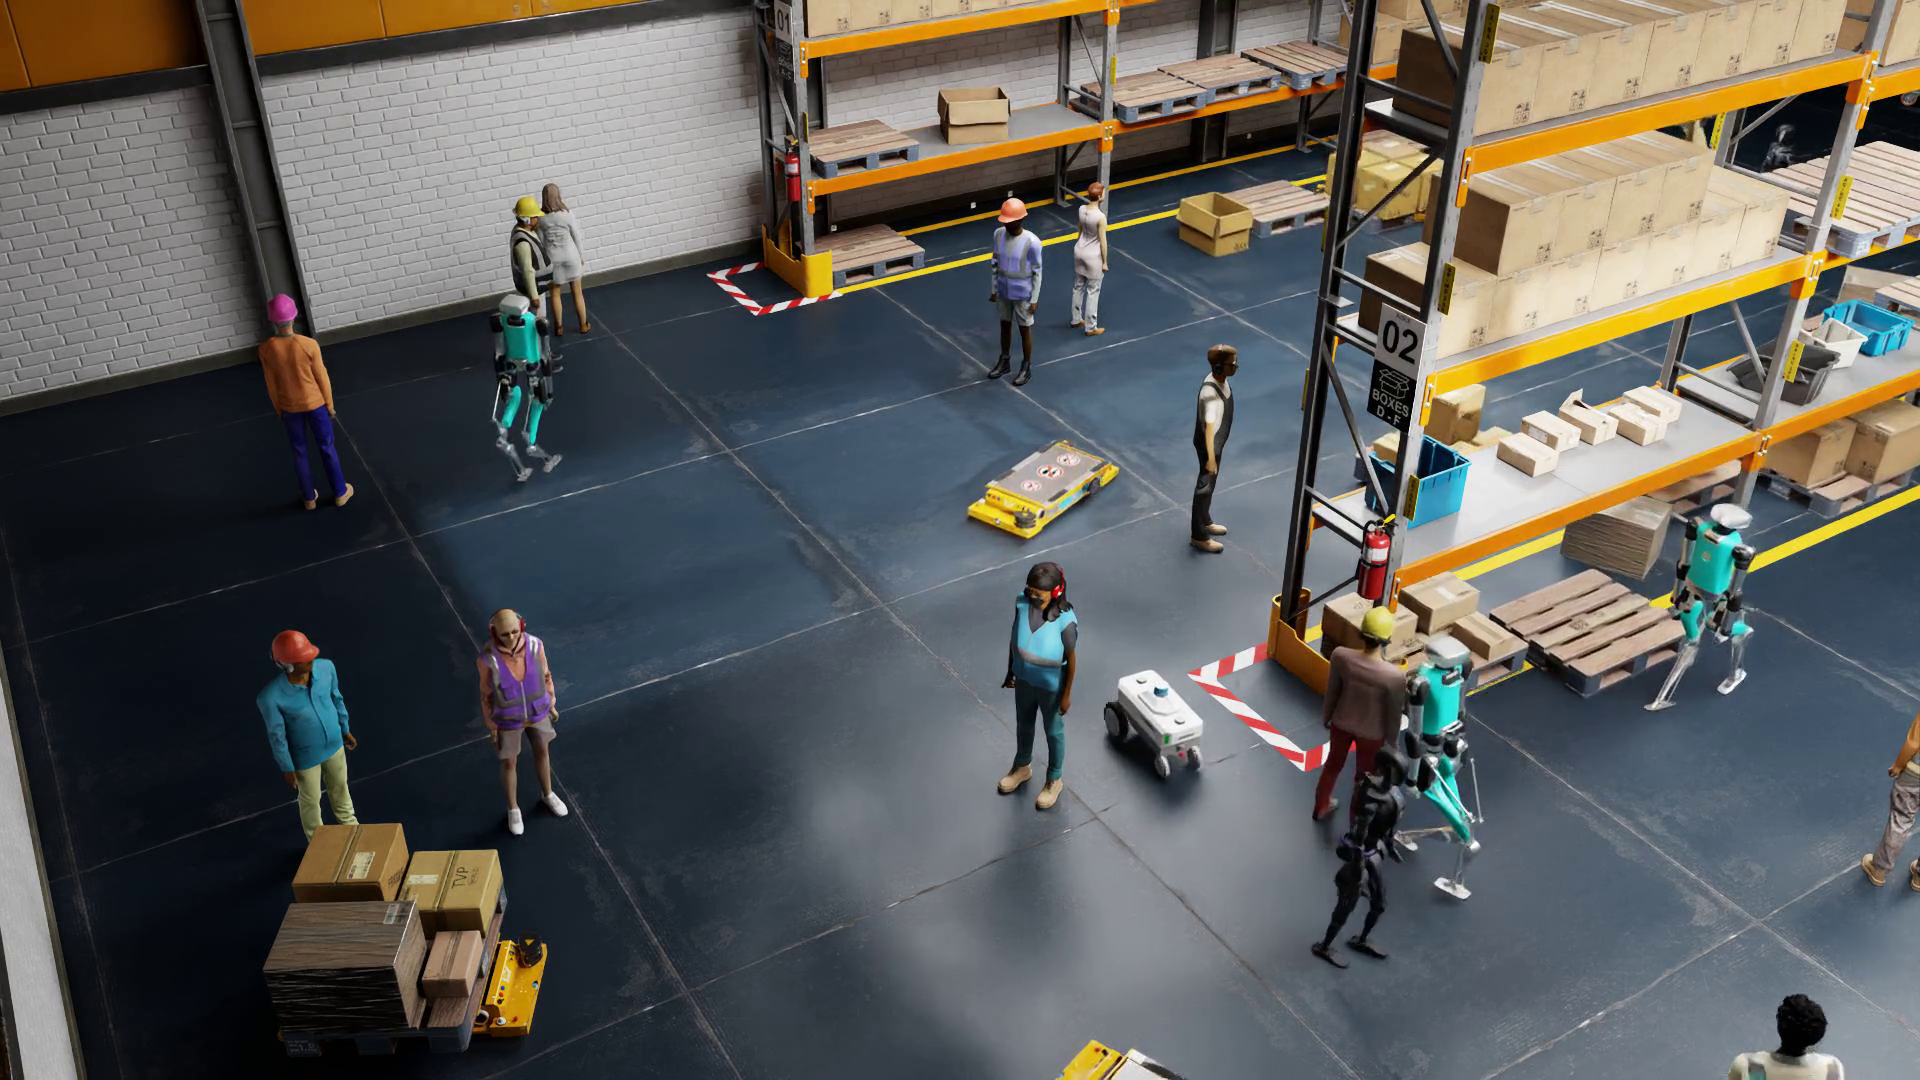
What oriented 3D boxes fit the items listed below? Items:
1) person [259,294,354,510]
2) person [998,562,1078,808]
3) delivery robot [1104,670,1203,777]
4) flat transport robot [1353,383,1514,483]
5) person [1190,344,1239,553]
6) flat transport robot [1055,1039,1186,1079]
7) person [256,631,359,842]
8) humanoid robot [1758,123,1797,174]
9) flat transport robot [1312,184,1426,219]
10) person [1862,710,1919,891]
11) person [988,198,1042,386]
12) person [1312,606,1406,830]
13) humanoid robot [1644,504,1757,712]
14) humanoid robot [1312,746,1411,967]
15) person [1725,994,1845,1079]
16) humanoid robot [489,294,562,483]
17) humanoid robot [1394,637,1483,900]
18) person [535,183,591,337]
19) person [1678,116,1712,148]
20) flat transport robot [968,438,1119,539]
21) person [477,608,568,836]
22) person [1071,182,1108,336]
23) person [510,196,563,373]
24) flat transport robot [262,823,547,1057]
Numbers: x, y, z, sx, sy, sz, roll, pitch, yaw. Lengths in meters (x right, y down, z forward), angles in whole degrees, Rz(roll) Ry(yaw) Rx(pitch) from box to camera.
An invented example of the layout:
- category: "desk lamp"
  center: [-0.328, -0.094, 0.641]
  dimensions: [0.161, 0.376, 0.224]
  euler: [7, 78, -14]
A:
- category: "person"
  center: [-5.665, -1.180, 14.353]
  dimensions: [0.512, 1.984, 0.371]
  euler: [-6, 33, -10]
- category: "person"
  center: [0.530, 0.940, 11.080]
  dimensions: [0.514, 1.869, 0.392]
  euler: [21, 38, 30]
- category: "delivery robot"
  center: [1.403, 1.258, 11.816]
  dimensions: [0.499, 0.602, 0.801]
  euler: [-14, 35, -21]
- category: "flat transport robot"
  center: [4.335, -0.459, 14.816]
  dimensions: [0.659, 0.231, 1.431]
  euler: [-27, 41, -36]
- category: "person"
  center: [2.117, -0.779, 13.843]
  dimensions: [0.346, 1.846, 0.505]
  euler: [8, 33, 13]
- category: "flat transport robot"
  center: [1.119, 3.226, 8.939]
  dimensions: [1.431, 0.231, 0.659]
  euler: [23, 39, 32]
- category: "person"
  center: [-4.101, 1.310, 10.592]
  dimensions: [0.319, 1.755, 0.563]
  euler: [17, 36, 26]
- category: "humanoid robot"
  center: [9.405, -4.011, 19.164]
  dimensions: [0.564, 1.633, 0.612]
  euler: [-2, 32, -4]
- category: "flat transport robot"
  center: [5.186, -4.317, 20.968]
  dimensions: [1.431, 0.231, 0.659]
  euler: [11, 34, 16]
- category: "person"
  center: [6.077, 1.435, 10.375]
  dimensions: [0.480, 1.775, 0.321]
  euler: [8, 33, 12]
- category: "person"
  center: [0.526, -2.449, 16.421]
  dimensions: [0.550, 1.934, 0.373]
  euler: [20, 37, 28]
- category: "person"
  center: [2.604, 1.193, 10.784]
  dimensions: [0.532, 1.757, 0.338]
  euler: [24, 39, 33]
- category: "humanoid robot"
  center: [5.558, 0.447, 12.017]
  dimensions: [0.980, 1.776, 0.543]
  euler: [-17, 36, -24]
- category: "humanoid robot"
  center: [2.374, 1.859, 9.805]
  dimensions: [0.413, 1.642, 0.585]
  euler: [20, 37, 29]
- category: "person"
  center: [3.922, 2.884, 8.151]
  dimensions: [0.595, 1.677, 0.382]
  euler: [1, 32, 1]
- category: "humanoid robot"
  center: [-3.880, -1.268, 14.706]
  dimensions: [0.548, 1.756, 0.920]
  euler: [4, 32, 7]
- category: "humanoid robot"
  center: [3.103, 1.485, 10.345]
  dimensions: [0.547, 1.754, 0.938]
  euler: [-23, 39, -31]
- category: "person"
  center: [-4.193, -2.944, 17.467]
  dimensions: [0.485, 1.659, 0.339]
  euler: [-6, 33, -9]
- category: "person"
  center: [9.254, -5.174, 20.867]
  dimensions: [0.461, 1.833, 0.569]
  euler: [13, 34, 20]
- category: "flat transport robot"
  center: [0.762, -0.478, 14.846]
  dimensions: [0.659, 0.231, 1.431]
  euler: [22, 38, 31]
- category: "person"
  center: [-2.870, 1.156, 10.897]
  dimensions: [0.484, 1.694, 0.349]
  euler: [-19, 37, -27]
- category: "person"
  center: [1.376, -2.965, 17.510]
  dimensions: [0.280, 1.650, 0.432]
  euler: [-24, 39, -33]
- category: "person"
  center: [-4.277, -2.572, 16.731]
  dimensions: [0.403, 1.821, 0.595]
  euler: [-5, 32, -8]
- category: "flat transport robot"
  center: [-3.229, 2.651, 9.855]
  dimensions: [1.431, 0.231, 0.659]
  euler: [-1, 32, -2]
